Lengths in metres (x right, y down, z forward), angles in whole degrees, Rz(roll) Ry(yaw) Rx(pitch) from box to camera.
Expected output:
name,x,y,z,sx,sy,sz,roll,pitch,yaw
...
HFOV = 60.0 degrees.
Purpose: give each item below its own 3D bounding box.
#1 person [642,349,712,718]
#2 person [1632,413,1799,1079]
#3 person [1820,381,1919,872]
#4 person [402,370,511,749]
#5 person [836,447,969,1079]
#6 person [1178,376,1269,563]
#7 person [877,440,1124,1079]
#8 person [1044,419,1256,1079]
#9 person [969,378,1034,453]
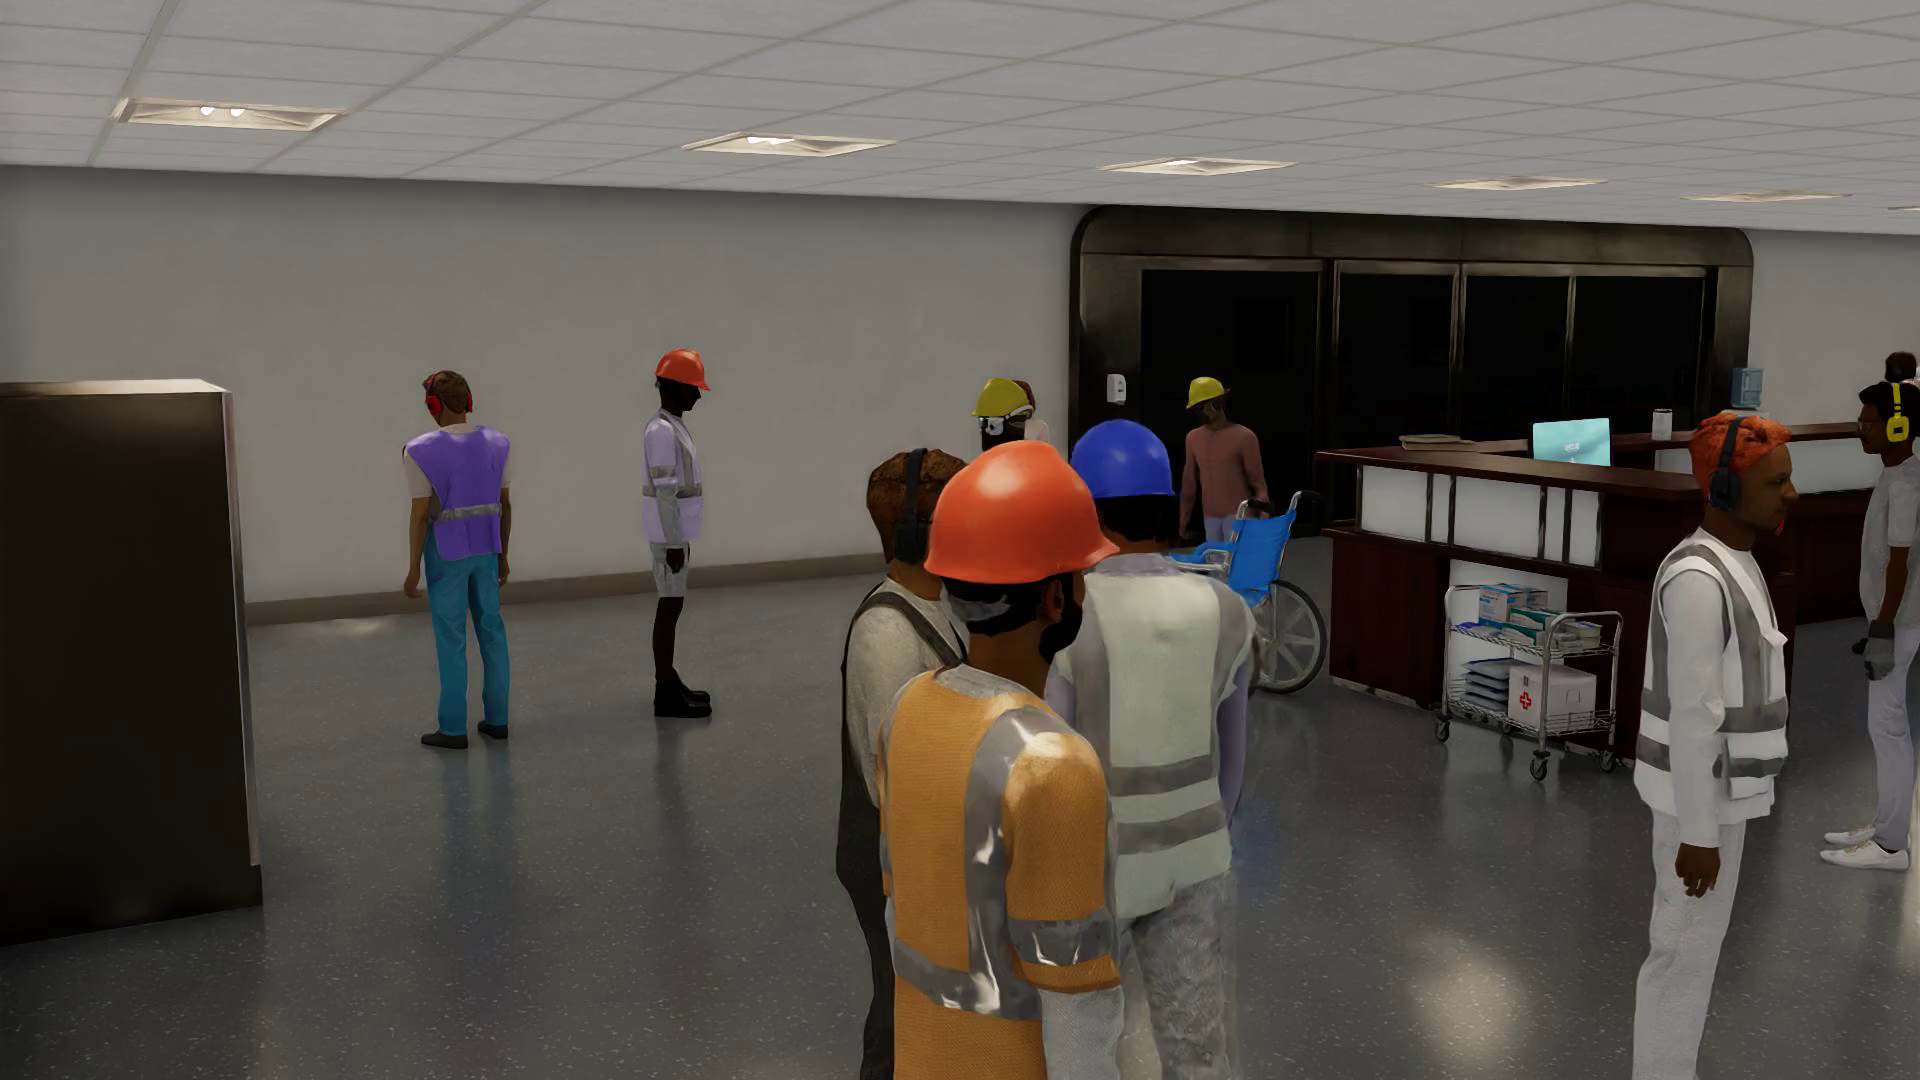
name,x,y,z,sx,sy,sz,roll,pitch,yaw
person,-1.482,-0.037,8.755,0.373,1.927,0.543,-1,8,-7
person,1.830,0.633,4.055,0.341,1.882,0.587,5,9,30
person,3.541,0.329,6.356,0.326,1.862,0.507,5,9,30
person,-2.424,0.100,8.087,0.389,1.839,0.563,7,10,40
person,-0.085,0.725,3.528,0.346,1.846,0.505,0,8,1
person,1.627,-0.140,10.210,0.541,1.726,0.540,-7,10,-40
person,0.082,0.823,2.477,0.352,1.942,0.545,-4,9,-29
person,0.362,0.680,3.697,0.643,1.889,1.012,-3,9,-23
person,0.213,0.178,7.588,0.403,1.824,0.595,5,9,32
